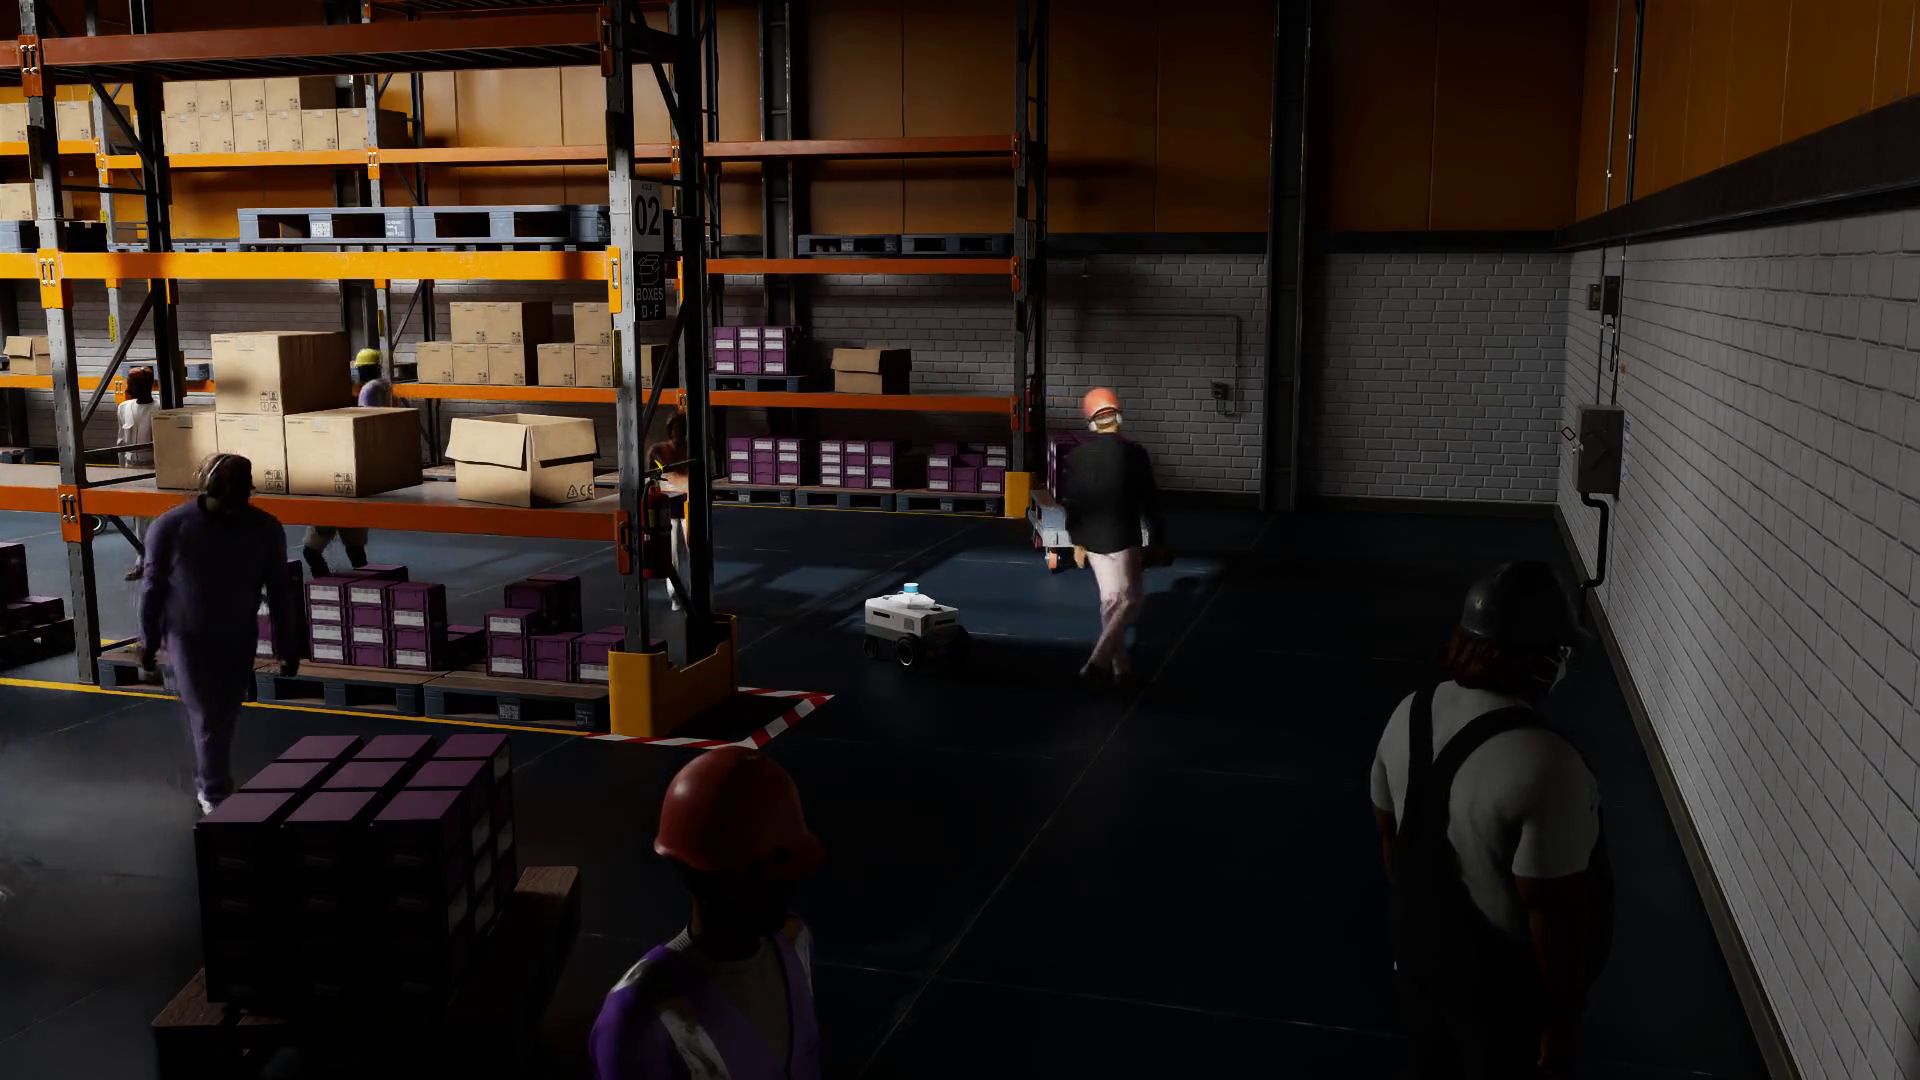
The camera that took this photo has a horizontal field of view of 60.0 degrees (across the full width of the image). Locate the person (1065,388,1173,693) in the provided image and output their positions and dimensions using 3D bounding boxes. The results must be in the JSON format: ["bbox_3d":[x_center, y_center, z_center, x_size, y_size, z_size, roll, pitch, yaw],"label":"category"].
[{"bbox_3d":[0.991,0.013,10.722,0.710,1.961,0.612,7,12,37],"label":"person"}]

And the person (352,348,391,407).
[{"bbox_3d":[-6.092,-1.068,17.503,0.781,1.901,0.596,-1,9,-3],"label":"person"}]

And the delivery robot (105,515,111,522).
[{"bbox_3d":[-8.797,-0.401,17.241,0.707,0.478,0.477,-7,12,-37],"label":"delivery robot"}]

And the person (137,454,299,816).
[{"bbox_3d":[-3.598,0.500,8.115,0.655,1.842,0.869,-9,13,-43],"label":"person"}]

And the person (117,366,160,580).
[{"bbox_3d":[-7.096,-0.578,14.564,0.573,1.884,0.359,2,9,9],"label":"person"}]

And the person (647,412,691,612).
[{"bbox_3d":[-2.186,-0.185,13.013,0.512,1.601,0.821,-2,10,-13],"label":"person"}]

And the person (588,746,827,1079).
[{"bbox_3d":[-0.386,1.301,2.944,0.356,1.937,0.552,4,10,25],"label":"person"}]

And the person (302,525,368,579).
[{"bbox_3d":[-4.737,-0.273,12.497,0.613,1.945,0.643,3,10,16],"label":"person"}]

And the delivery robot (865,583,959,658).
[{"bbox_3d":[-0.338,0.541,11.501,0.477,0.478,0.707,-8,12,-41],"label":"delivery robot"}]
